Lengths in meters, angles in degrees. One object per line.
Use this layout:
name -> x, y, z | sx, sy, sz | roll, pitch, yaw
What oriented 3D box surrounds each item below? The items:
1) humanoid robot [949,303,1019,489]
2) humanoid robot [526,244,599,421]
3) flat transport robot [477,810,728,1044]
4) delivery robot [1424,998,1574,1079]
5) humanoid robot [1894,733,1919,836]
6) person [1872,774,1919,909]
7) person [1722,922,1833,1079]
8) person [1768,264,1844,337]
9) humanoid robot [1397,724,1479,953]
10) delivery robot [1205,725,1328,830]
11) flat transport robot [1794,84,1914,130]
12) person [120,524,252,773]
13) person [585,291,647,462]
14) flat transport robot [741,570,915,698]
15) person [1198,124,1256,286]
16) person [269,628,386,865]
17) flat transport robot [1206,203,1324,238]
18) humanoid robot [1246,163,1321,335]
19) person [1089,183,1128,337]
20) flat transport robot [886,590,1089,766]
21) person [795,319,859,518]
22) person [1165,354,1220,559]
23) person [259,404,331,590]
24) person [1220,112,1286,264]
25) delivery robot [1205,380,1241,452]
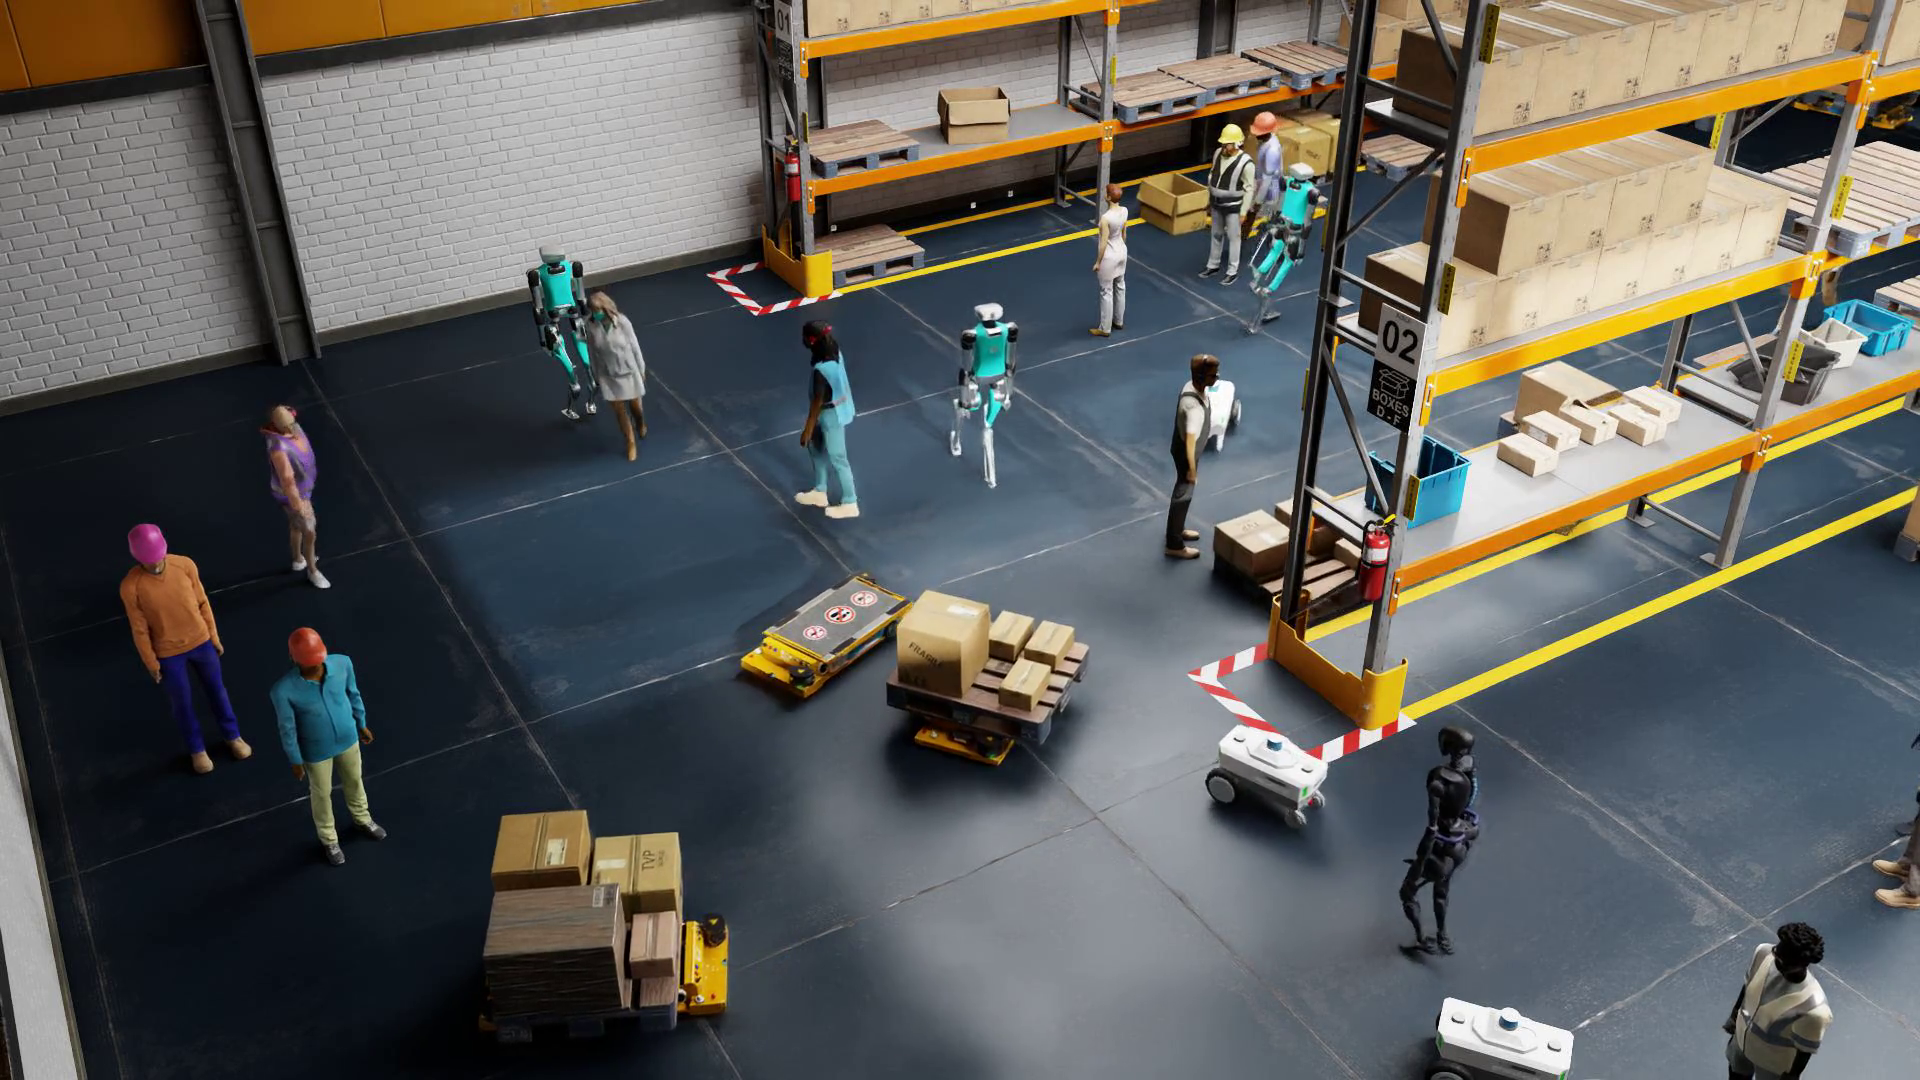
humanoid robot -> 0.120, -1.410, 14.982 | 0.532, 1.782, 0.987 | -13, 34, -20
humanoid robot -> -3.646, -1.886, 15.583 | 0.533, 1.677, 0.735 | -16, 35, -24
flat transport robot -> -2.118, 2.584, 9.962 | 1.431, 0.231, 0.659 | -3, 32, -5
delivery robot -> 3.011, 2.845, 9.265 | 0.774, 0.581, 0.499 | 12, 34, 19
humanoid robot -> 6.444, 1.319, 10.663 | 0.375, 1.651, 0.589 | -14, 35, -21
person -> 6.028, 1.517, 10.243 | 0.319, 1.778, 0.470 | 15, 35, 22
person -> 4.155, 2.613, 8.579 | 0.319, 1.691, 0.535 | -7, 33, -11
person -> 9.054, -2.945, 17.422 | 0.872, 1.708, 0.563 | -18, 36, -26
humanoid robot -> 2.865, 1.800, 9.890 | 0.318, 1.647, 0.615 | 24, 39, 33
delivery robot -> 2.106, 1.571, 11.305 | 0.793, 0.590, 0.499 | 23, 39, 32
flat transport robot -> 12.917, -6.236, 24.029 | 0.659, 0.231, 1.431 | -26, 40, -35
person -> -5.315, 0.722, 11.337 | 0.519, 1.972, 0.404 | -26, 40, -35
person -> -3.133, -1.520, 15.208 | 0.506, 1.638, 0.452 | -2, 32, -3
flat transport robot -> -0.977, 0.711, 12.950 | 0.659, 0.231, 1.431 | 22, 38, 31
person -> 2.983, -3.755, 18.600 | 0.404, 1.832, 0.591 | -24, 39, -33
person -> -4.027, 1.284, 10.638 | 0.341, 1.749, 0.569 | 25, 40, 34
flat transport robot -> 3.751, -4.030, 20.510 | 1.431, 0.231, 0.659 | -20, 37, -29
humanoid robot -> 3.312, -3.002, 17.588 | 0.785, 1.895, 0.549 | -21, 38, -30
person -> 1.580, -2.948, 17.473 | 0.285, 1.661, 0.442 | 25, 40, 34
flat transport robot -> 0.250, 1.116, 12.304 | 0.659, 0.231, 1.431 | 13, 34, 20
person -> -1.216, -1.035, 14.245 | 0.731, 1.842, 0.551 | 3, 32, 4
person -> 1.912, -0.700, 13.732 | 0.351, 1.836, 0.502 | 5, 32, 8
person -> -5.362, -0.384, 13.388 | 0.446, 1.656, 0.593 | -2, 32, -3
person -> 3.422, -3.999, 18.955 | 0.950, 1.863, 0.620 | -3, 32, -5
delivery robot -> 2.391, -1.227, 15.789 | 0.499, 0.614, 0.815 | 8, 33, 13
